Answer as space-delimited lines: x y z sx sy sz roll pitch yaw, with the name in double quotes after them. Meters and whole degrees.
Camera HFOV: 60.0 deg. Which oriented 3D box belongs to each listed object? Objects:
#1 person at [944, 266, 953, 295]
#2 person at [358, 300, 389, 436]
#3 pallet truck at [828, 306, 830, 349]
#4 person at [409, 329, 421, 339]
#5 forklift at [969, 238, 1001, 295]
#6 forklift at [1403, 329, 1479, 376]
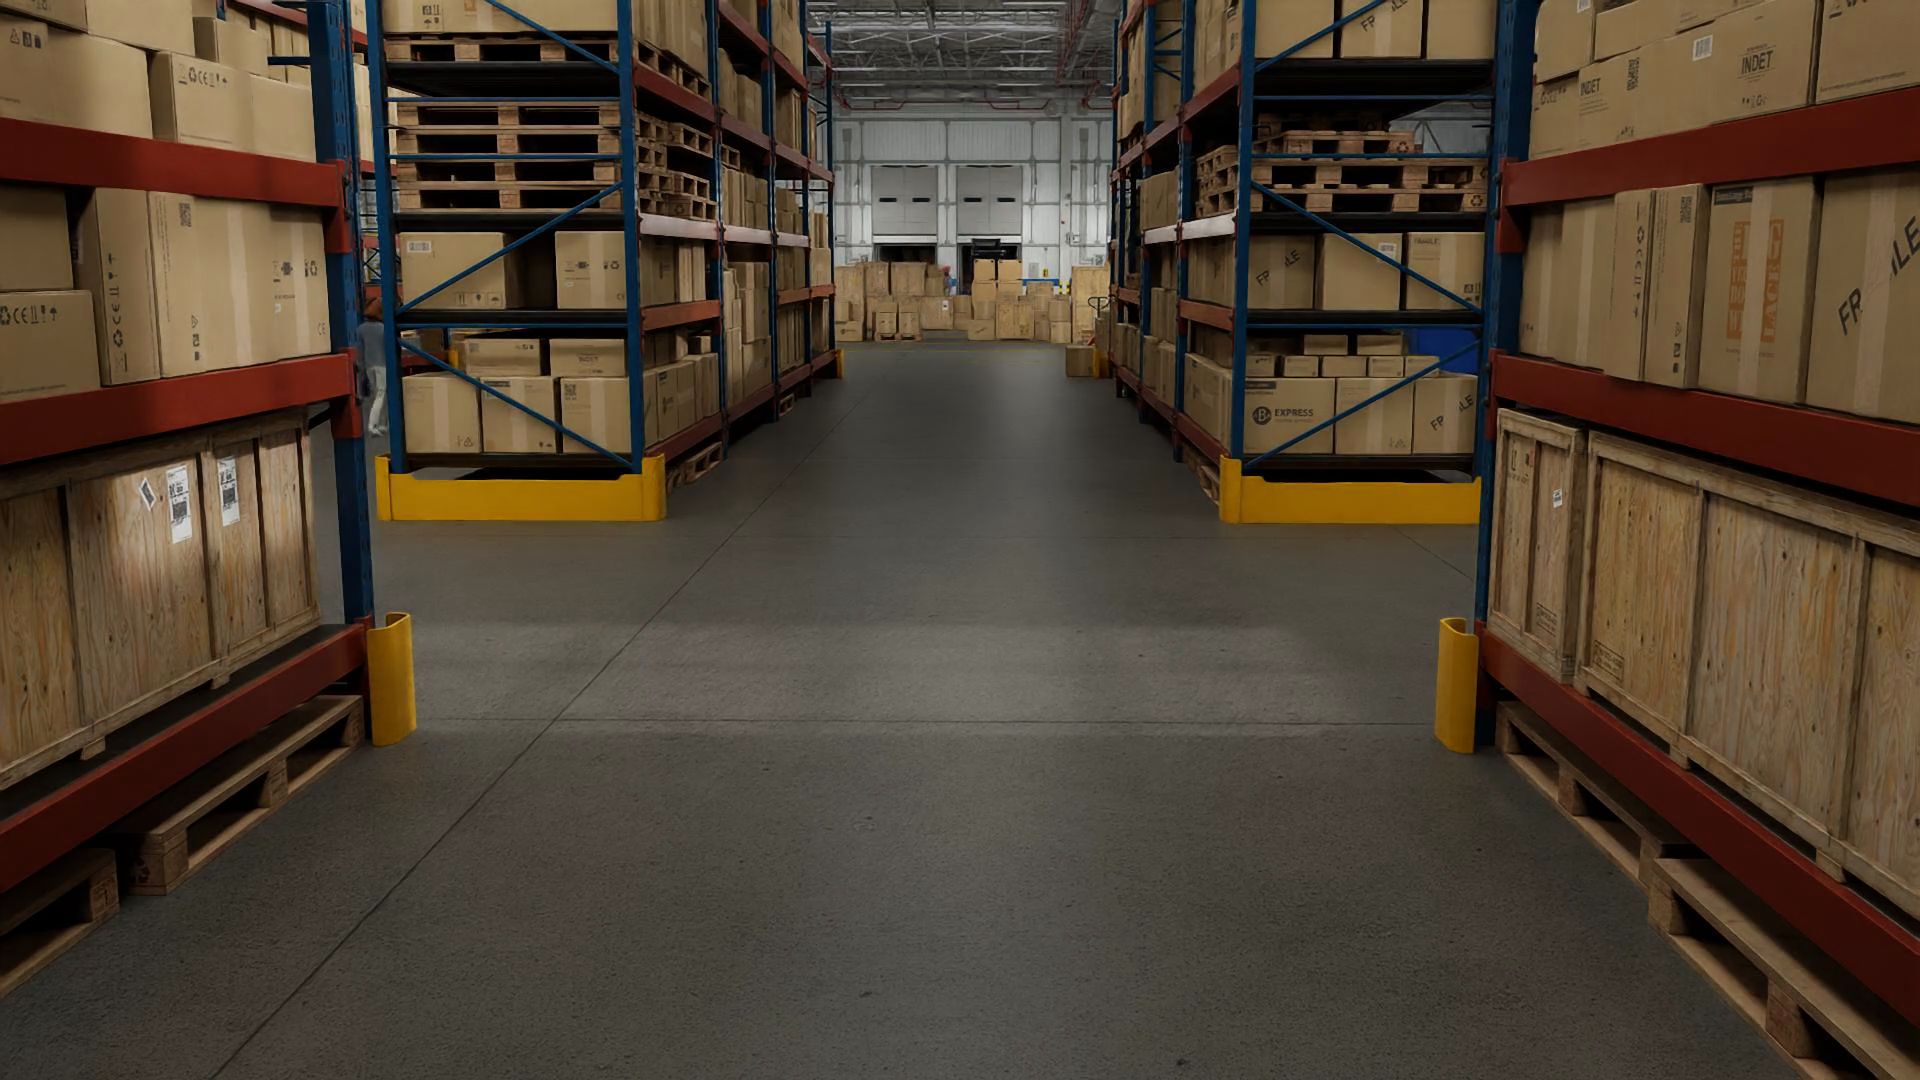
-0.536 -8.817 59.416 0.362 1.886 0.762 -9 13 -42 "person"
-6.840 -2.015 19.507 0.520 1.593 0.785 3 10 20 "person"
-3.100 -3.940 29.800 1.885 1.965 0.823 3 10 19 "pallet truck"
-14.256 -6.254 44.101 0.666 1.851 0.969 2 10 14 "person"
0.882 -8.750 55.973 1.129 2.768 1.873 -1 10 -5 "forklift"
7.972 -3.737 25.946 1.873 2.768 1.129 0 9 1 "forklift"
